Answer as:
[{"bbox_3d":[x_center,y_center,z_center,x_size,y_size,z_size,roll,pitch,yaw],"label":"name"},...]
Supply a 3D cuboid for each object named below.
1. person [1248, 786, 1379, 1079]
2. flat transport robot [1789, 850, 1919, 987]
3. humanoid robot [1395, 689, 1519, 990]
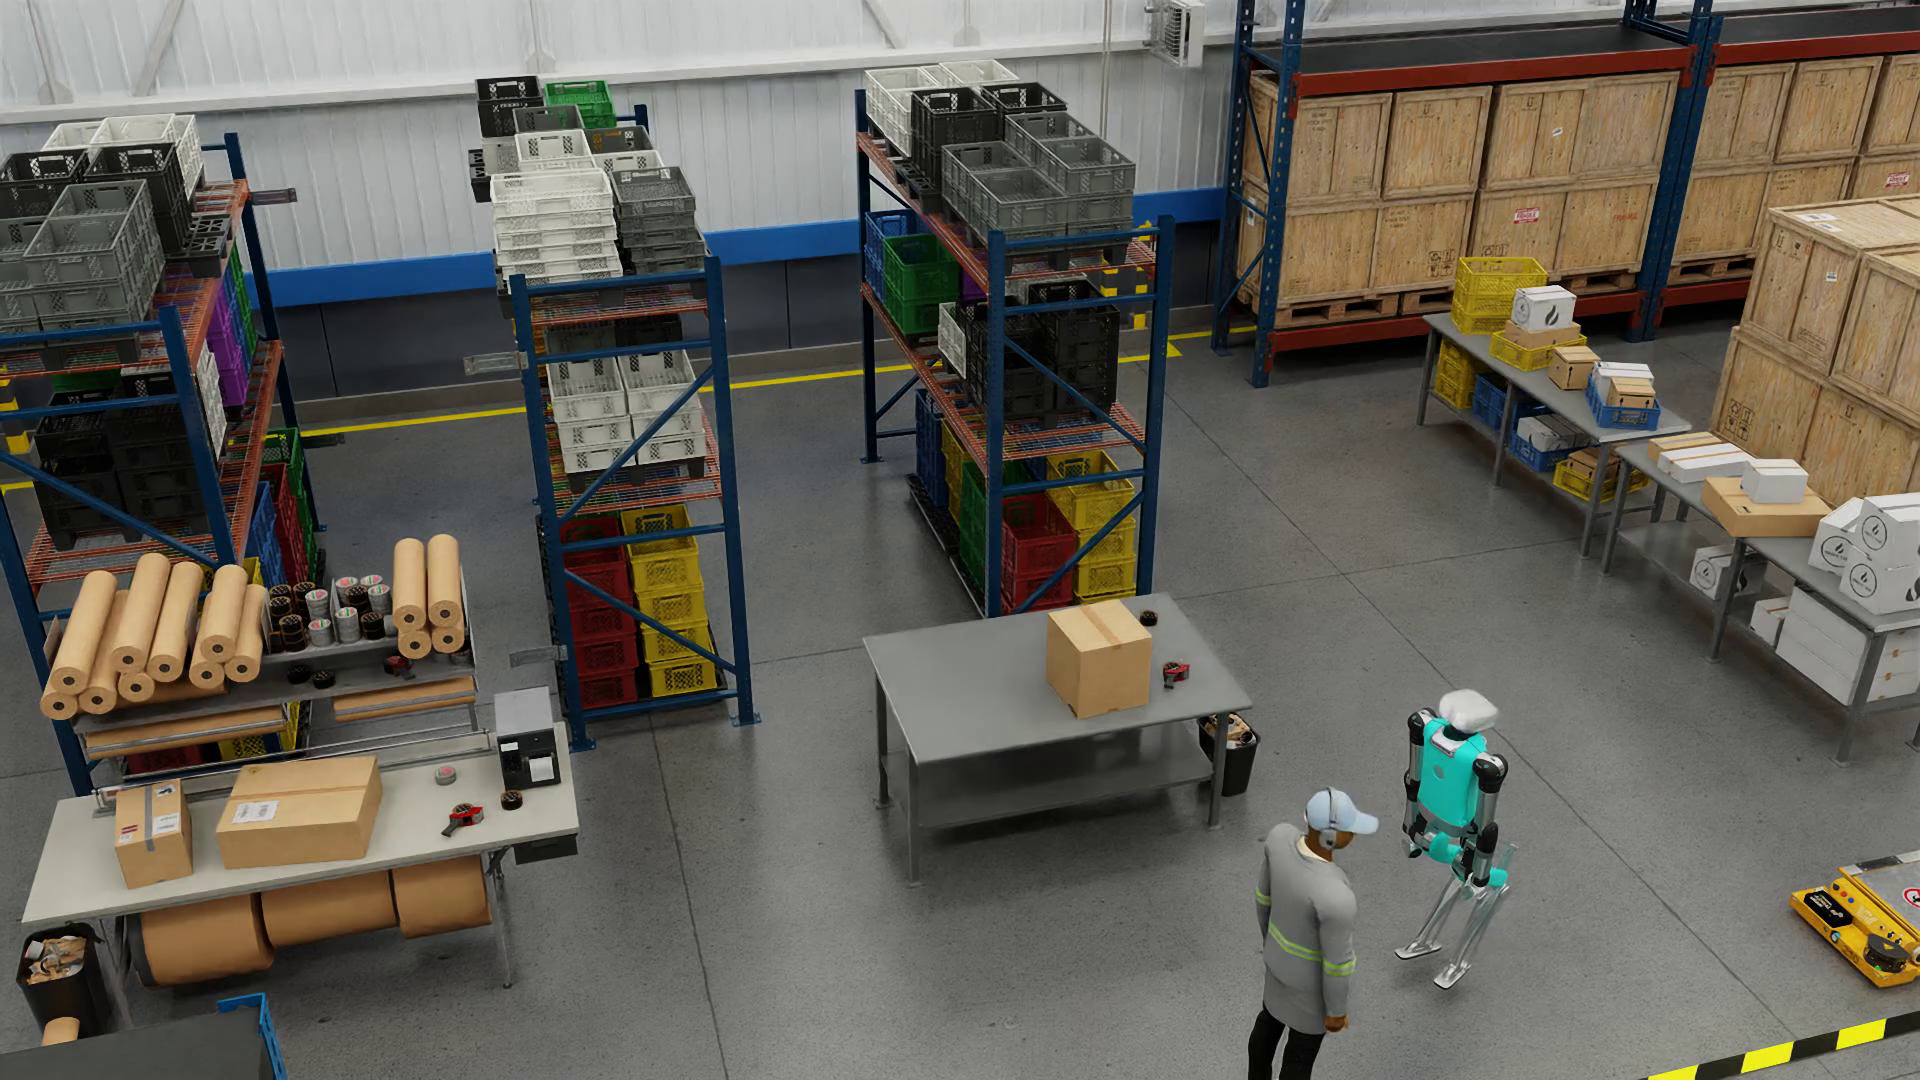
[{"bbox_3d":[1.505,1.832,7.185,0.388,1.849,0.597,-11,31,-20],"label":"person"},{"bbox_3d":[5.163,1.916,8.676,1.431,0.231,0.659,-8,30,-14],"label":"flat transport robot"},{"bbox_3d":[2.466,1.387,7.975,0.735,1.675,0.533,-17,33,-28],"label":"humanoid robot"}]
